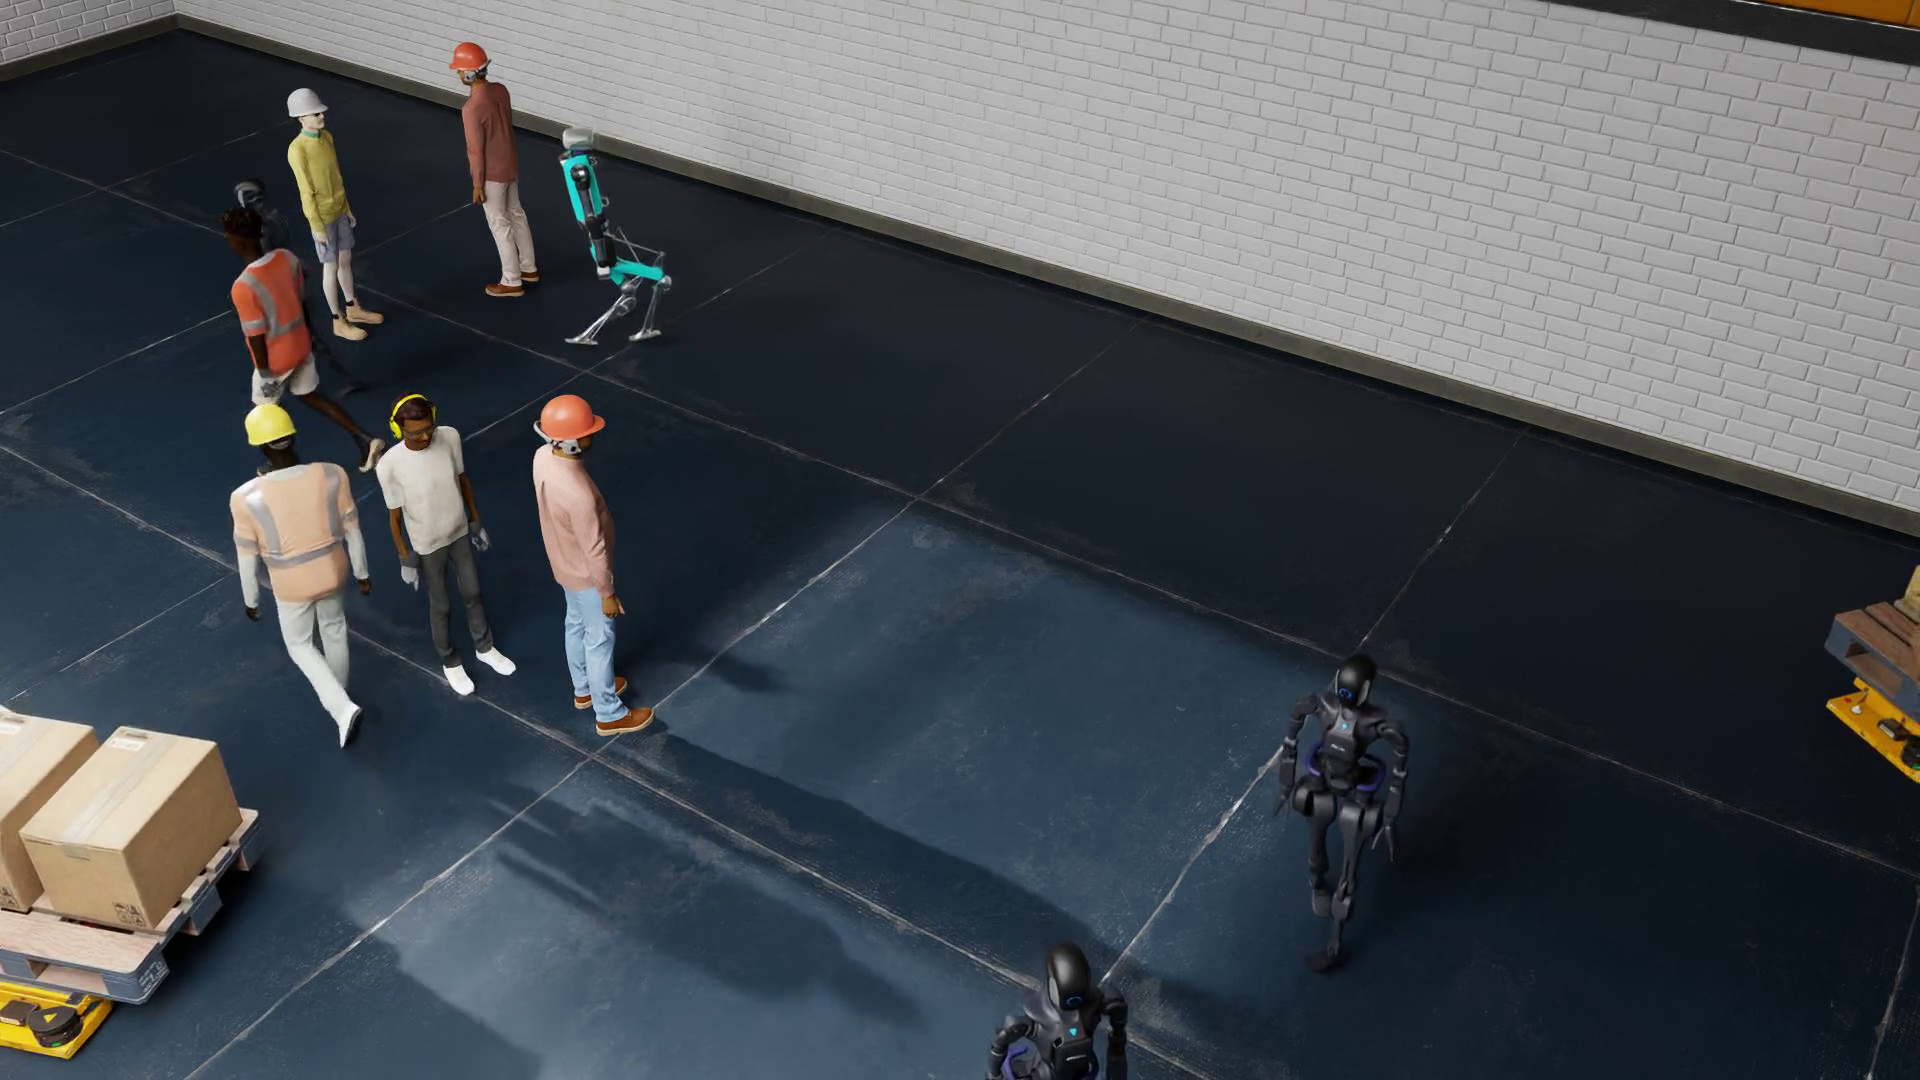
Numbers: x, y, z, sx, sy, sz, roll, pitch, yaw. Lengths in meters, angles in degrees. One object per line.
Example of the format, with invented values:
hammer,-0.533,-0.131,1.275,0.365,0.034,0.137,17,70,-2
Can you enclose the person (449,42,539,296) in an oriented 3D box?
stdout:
person,-3.614,-2.858,12.857,0.406,1.986,0.614,7,36,10

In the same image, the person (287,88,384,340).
person,-4.668,-2.405,12.285,0.385,1.895,0.472,7,36,10

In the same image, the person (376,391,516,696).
person,-2.748,0.016,8.862,0.353,1.856,0.515,26,42,32

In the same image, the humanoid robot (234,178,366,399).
humanoid robot,-4.664,-1.719,11.535,0.773,1.625,0.610,-10,36,-13

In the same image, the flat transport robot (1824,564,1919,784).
flat transport robot,5.507,0.896,8.982,1.431,0.231,0.659,-11,37,-16

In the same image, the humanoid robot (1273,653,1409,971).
humanoid robot,1.673,1.179,7.364,0.601,1.632,0.650,17,39,23

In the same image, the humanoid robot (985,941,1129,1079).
humanoid robot,0.350,2.078,6.101,0.608,1.621,0.791,-12,37,-17

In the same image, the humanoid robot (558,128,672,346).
humanoid robot,-2.483,-2.144,12.042,0.998,1.734,0.547,-10,36,-14

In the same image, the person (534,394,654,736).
person,-1.921,0.132,8.571,0.383,1.992,0.622,-21,40,-27

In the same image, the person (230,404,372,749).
person,-3.321,0.224,8.524,0.642,1.889,0.662,-25,42,-31

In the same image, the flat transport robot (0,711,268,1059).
flat transport robot,-4.002,1.747,7.767,0.659,0.231,1.431,7,36,11

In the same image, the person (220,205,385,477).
person,-4.235,-1.200,10.529,0.822,1.941,0.605,8,36,11
